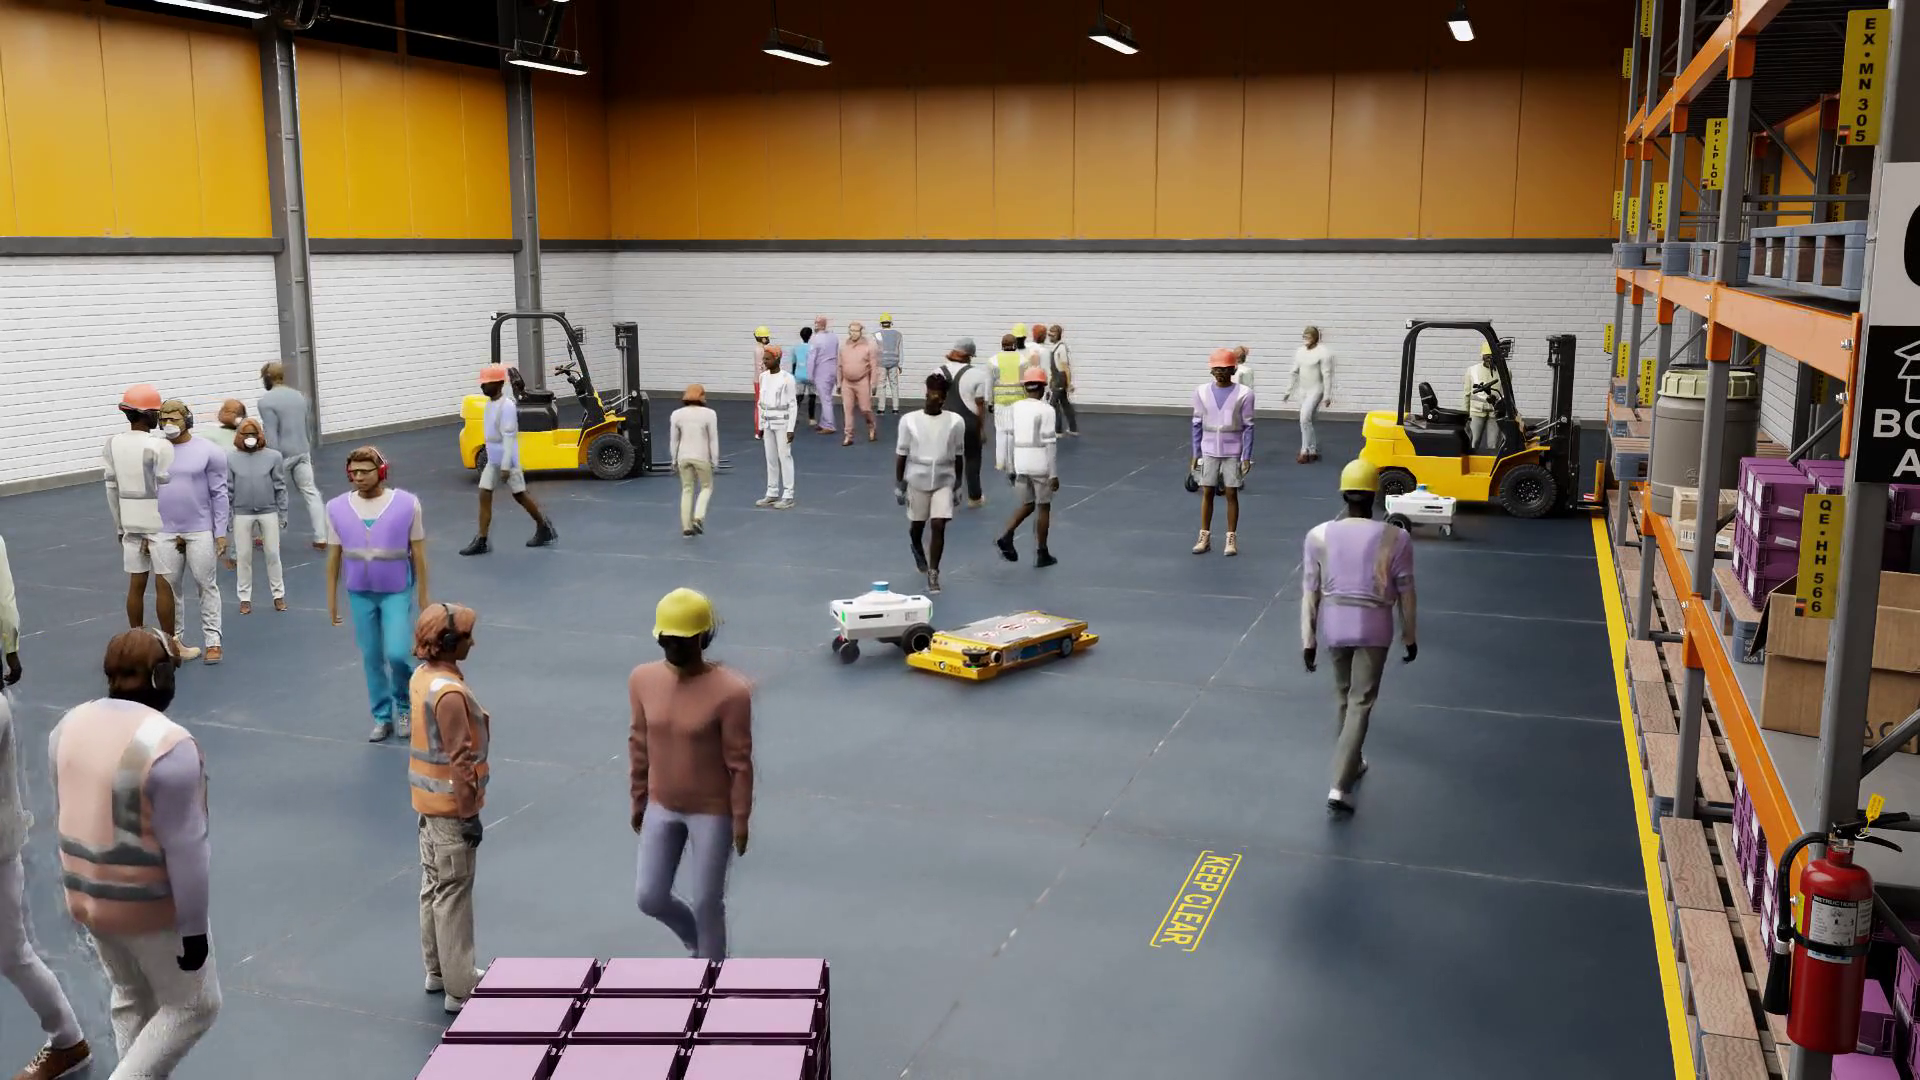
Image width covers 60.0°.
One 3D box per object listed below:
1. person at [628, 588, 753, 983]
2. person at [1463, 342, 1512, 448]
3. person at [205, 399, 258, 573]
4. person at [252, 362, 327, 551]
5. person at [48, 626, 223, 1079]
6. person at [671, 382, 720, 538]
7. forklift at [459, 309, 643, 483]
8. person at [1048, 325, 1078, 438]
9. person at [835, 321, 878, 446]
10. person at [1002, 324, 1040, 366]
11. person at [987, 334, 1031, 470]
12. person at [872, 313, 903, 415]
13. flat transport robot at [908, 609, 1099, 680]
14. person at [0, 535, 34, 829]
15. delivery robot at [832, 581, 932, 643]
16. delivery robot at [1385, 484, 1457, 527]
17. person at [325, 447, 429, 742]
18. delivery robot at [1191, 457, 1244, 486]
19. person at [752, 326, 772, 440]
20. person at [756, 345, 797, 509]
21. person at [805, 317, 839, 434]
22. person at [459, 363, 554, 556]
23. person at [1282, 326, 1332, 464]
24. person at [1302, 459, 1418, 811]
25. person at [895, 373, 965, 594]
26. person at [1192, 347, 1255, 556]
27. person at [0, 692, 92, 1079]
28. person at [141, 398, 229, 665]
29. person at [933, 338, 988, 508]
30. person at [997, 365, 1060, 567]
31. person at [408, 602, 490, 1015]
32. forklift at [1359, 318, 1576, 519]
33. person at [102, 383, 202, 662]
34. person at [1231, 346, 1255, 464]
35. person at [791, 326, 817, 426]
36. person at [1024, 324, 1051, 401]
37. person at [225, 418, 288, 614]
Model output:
[{"bbox_3d":[-1.032,1.031,6.399,0.538,1.750,0.397,4,11,19],"label":"person"},{"bbox_3d":[6.693,-1.620,21.130,0.598,1.830,0.403,3,10,14],"label":"person"},{"bbox_3d":[-6.707,-0.505,15.483,0.660,1.606,0.501,8,13,38],"label":"person"},{"bbox_3d":[-6.690,-0.816,16.513,0.858,1.881,0.650,4,11,22],"label":"person"},{"bbox_3d":[-2.679,1.190,5.362,0.673,1.810,0.554,5,11,25],"label":"person"},{"bbox_3d":[-2.746,-0.826,17.256,0.545,1.611,0.355,2,10,12],"label":"person"},{"bbox_3d":[-5.354,-1.902,21.697,2.313,2.155,1.214,-2,10,-13],"label":"forklift"},{"bbox_3d":[1.633,-2.490,26.172,0.562,1.797,0.648,0,10,-1],"label":"person"},{"bbox_3d":[-1.572,-2.386,25.280,0.666,1.891,0.694,3,11,17],"label":"person"},{"bbox_3d":[0.824,-2.175,24.117,0.597,1.885,0.857,5,11,25],"label":"person"},{"bbox_3d":[0.675,-1.861,22.483,0.619,1.838,0.430,1,10,4],"label":"person"},{"bbox_3d":[-1.309,-3.136,29.676,0.600,1.828,0.404,-4,11,-21],"label":"person"},{"bbox_3d":[0.338,0.746,12.200,0.652,0.197,1.431,8,13,40],"label":"flat transport robot"},{"bbox_3d":[-5.075,0.556,8.410,0.613,1.997,0.374,-2,10,-12],"label":"person"},{"bbox_3d":[-0.575,0.549,12.249,0.707,0.478,0.477,-3,11,-16],"label":"delivery robot"},{"bbox_3d":[4.779,-0.339,17.248,0.707,0.478,0.477,2,10,13],"label":"delivery robot"},{"bbox_3d":[-3.546,0.334,10.132,0.593,1.826,0.451,0,10,-3],"label":"person"},{"bbox_3d":[3.170,-0.904,20.430,0.707,0.478,0.477,-10,14,-44],"label":"delivery robot"},{"bbox_3d":[-3.080,-2.450,25.993,0.310,1.769,0.522,0,10,0],"label":"person"},{"bbox_3d":[-2.121,-1.306,19.215,0.578,1.882,0.346,9,14,42],"label":"person"},{"bbox_3d":[-2.213,-2.657,26.913,0.662,1.873,0.668,7,12,33],"label":"person"},{"bbox_3d":[-4.484,-0.814,16.458,0.994,1.892,0.553,-9,14,-42],"label":"person"},{"bbox_3d":[4.804,-2.015,23.129,0.738,1.905,0.657,-5,11,-27],"label":"person"},{"bbox_3d":[2.155,0.499,9.077,0.587,1.885,0.984,6,12,32],"label":"person"},{"bbox_3d":[-0.267,-0.532,14.751,0.619,1.930,0.857,-1,10,-4],"label":"person"},{"bbox_3d":[2.559,-0.860,16.254,0.609,2.044,0.396,4,11,23],"label":"person"},{"bbox_3d":[-3.479,1.122,5.729,0.496,1.825,0.825,5,11,28],"label":"person"},{"bbox_3d":[-5.603,-0.055,12.016,0.631,1.940,0.372,-2,10,-11],"label":"person"},{"bbox_3d":[0.003,-1.341,18.974,0.747,2.000,0.940,4,11,21],"label":"person"},{"bbox_3d":[0.645,-0.676,15.593,0.576,1.909,0.630,9,14,42],"label":"person"},{"bbox_3d":[-2.020,1.057,6.606,0.310,1.637,0.514,-6,12,-31],"label":"person"},{"bbox_3d":[5.787,-1.437,19.079,2.313,2.155,1.214,3,11,19],"label":"forklift"},{"bbox_3d":[-5.853,-0.111,12.039,0.611,2.043,0.375,3,11,17],"label":"person"},{"bbox_3d":[3.842,-1.854,23.029,0.315,1.633,0.542,-9,13,-40],"label":"person"},{"bbox_3d":[-2.589,-2.715,27.729,0.540,1.683,0.567,4,11,19],"label":"person"},{"bbox_3d":[1.096,-2.269,24.722,0.405,1.865,0.593,-6,12,-32],"label":"person"},{"bbox_3d":[-5.816,-0.203,13.731,0.502,1.627,0.277,-5,11,-25],"label":"person"}]
